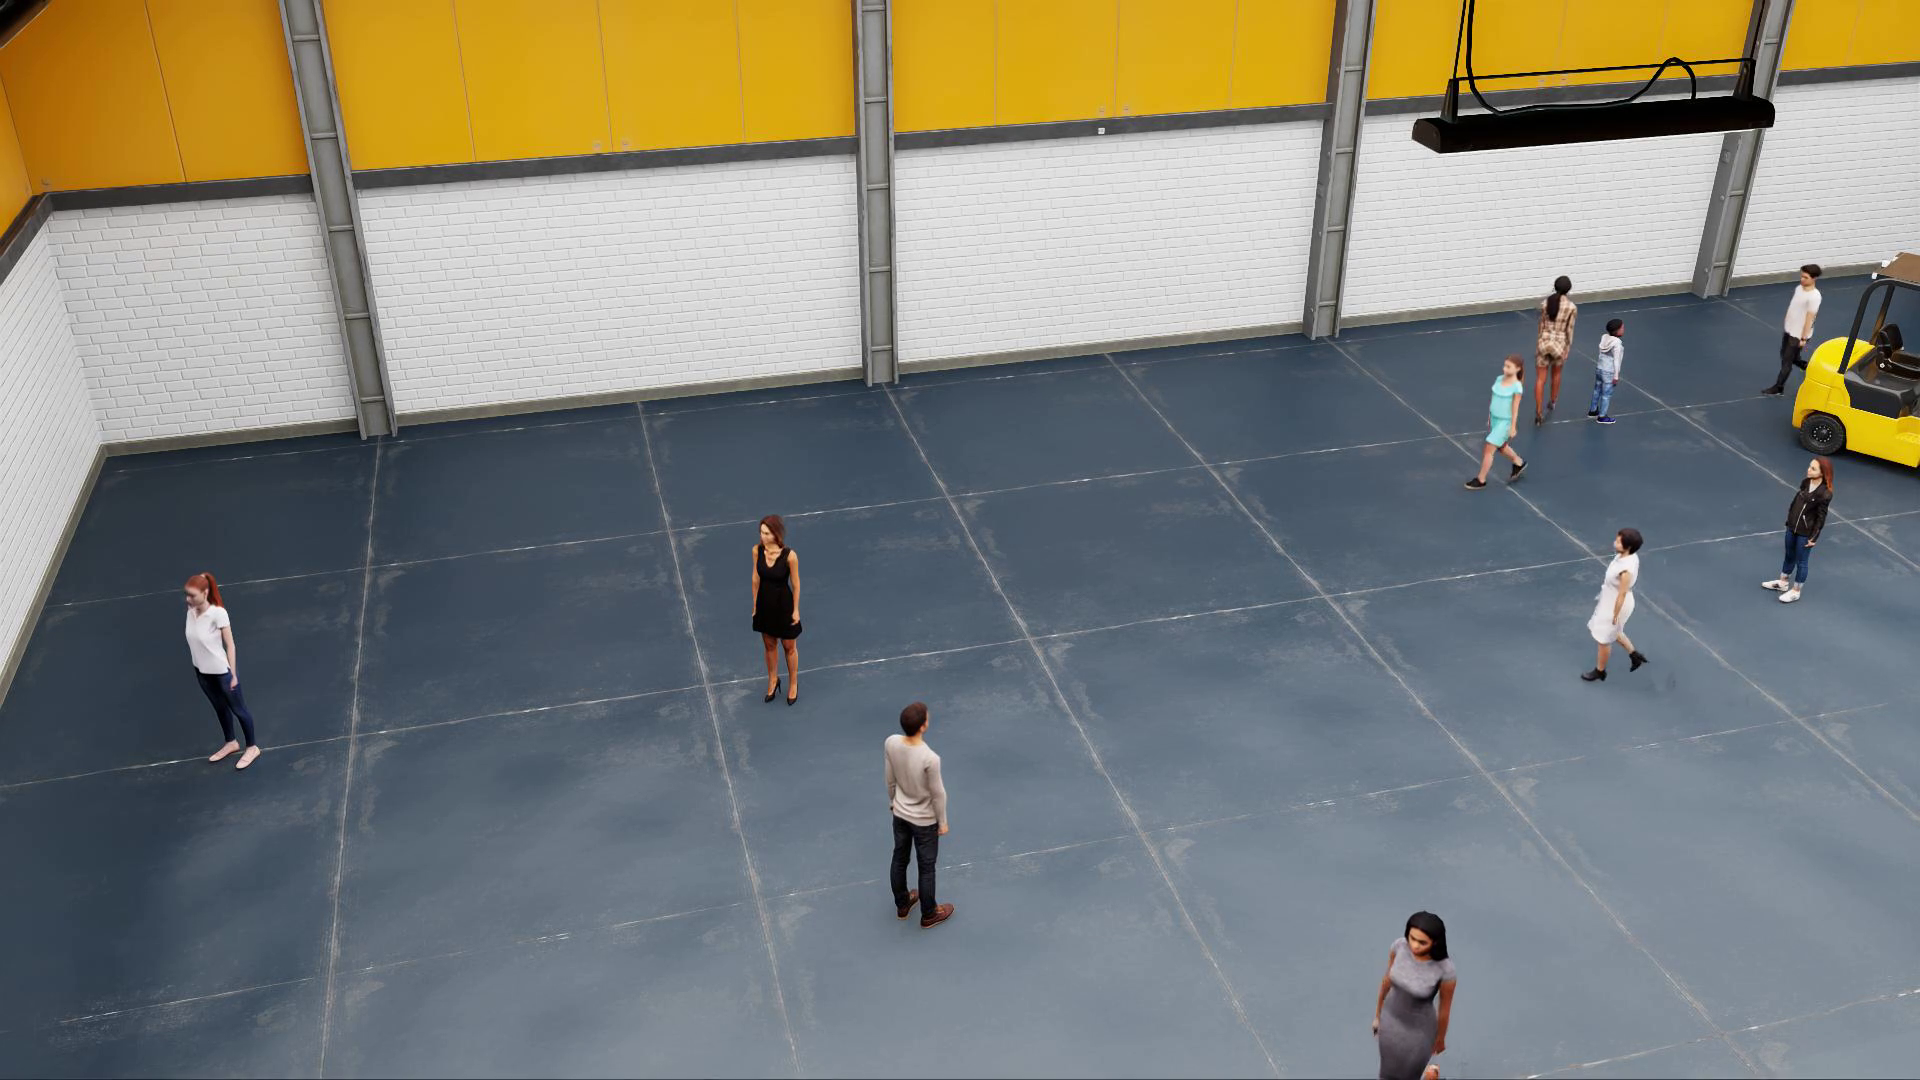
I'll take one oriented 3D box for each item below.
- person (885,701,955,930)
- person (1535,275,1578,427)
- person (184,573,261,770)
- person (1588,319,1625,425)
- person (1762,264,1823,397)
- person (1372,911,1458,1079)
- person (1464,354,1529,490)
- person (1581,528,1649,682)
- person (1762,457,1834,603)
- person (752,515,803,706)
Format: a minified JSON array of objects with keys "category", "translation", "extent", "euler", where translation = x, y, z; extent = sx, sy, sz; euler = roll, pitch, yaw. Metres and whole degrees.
[{"category":"person","translation":[-0.315,1.925,11.659],"extent":[0.740,1.868,0.782],"euler":[18,34,30]},{"category":"person","translation":[6.815,-2.155,19.244],"extent":[0.909,1.766,0.951],"euler":[13,31,23]},{"category":"person","translation":[-5.982,1.037,13.421],"extent":[0.638,1.740,0.713],"euler":[12,31,21]},{"category":"person","translation":[7.584,-1.996,19.482],"extent":[0.479,1.261,0.471],"euler":[-7,29,-12]},{"category":"person","translation":[10.134,-2.501,19.956],"extent":[0.982,1.693,0.791],"euler":[2,29,3]},{"category":"person","translation":[2.747,2.892,9.993],"extent":[0.916,1.766,0.797],"euler":[-25,37,-38]},{"category":"person","translation":[5.888,-1.276,17.875],"extent":[1.020,1.535,0.571],"euler":[-8,30,-15]},{"category":"person","translation":[5.782,0.587,14.456],"extent":[0.884,1.539,0.790],"euler":[11,30,19]},{"category":"person","translation":[8.025,-0.122,15.813],"extent":[0.512,1.483,0.569],"euler":[-6,29,-10]},{"category":"person","translation":[-1.545,0.601,14.122],"extent":[0.628,1.834,0.729],"euler":[8,30,14]}]
